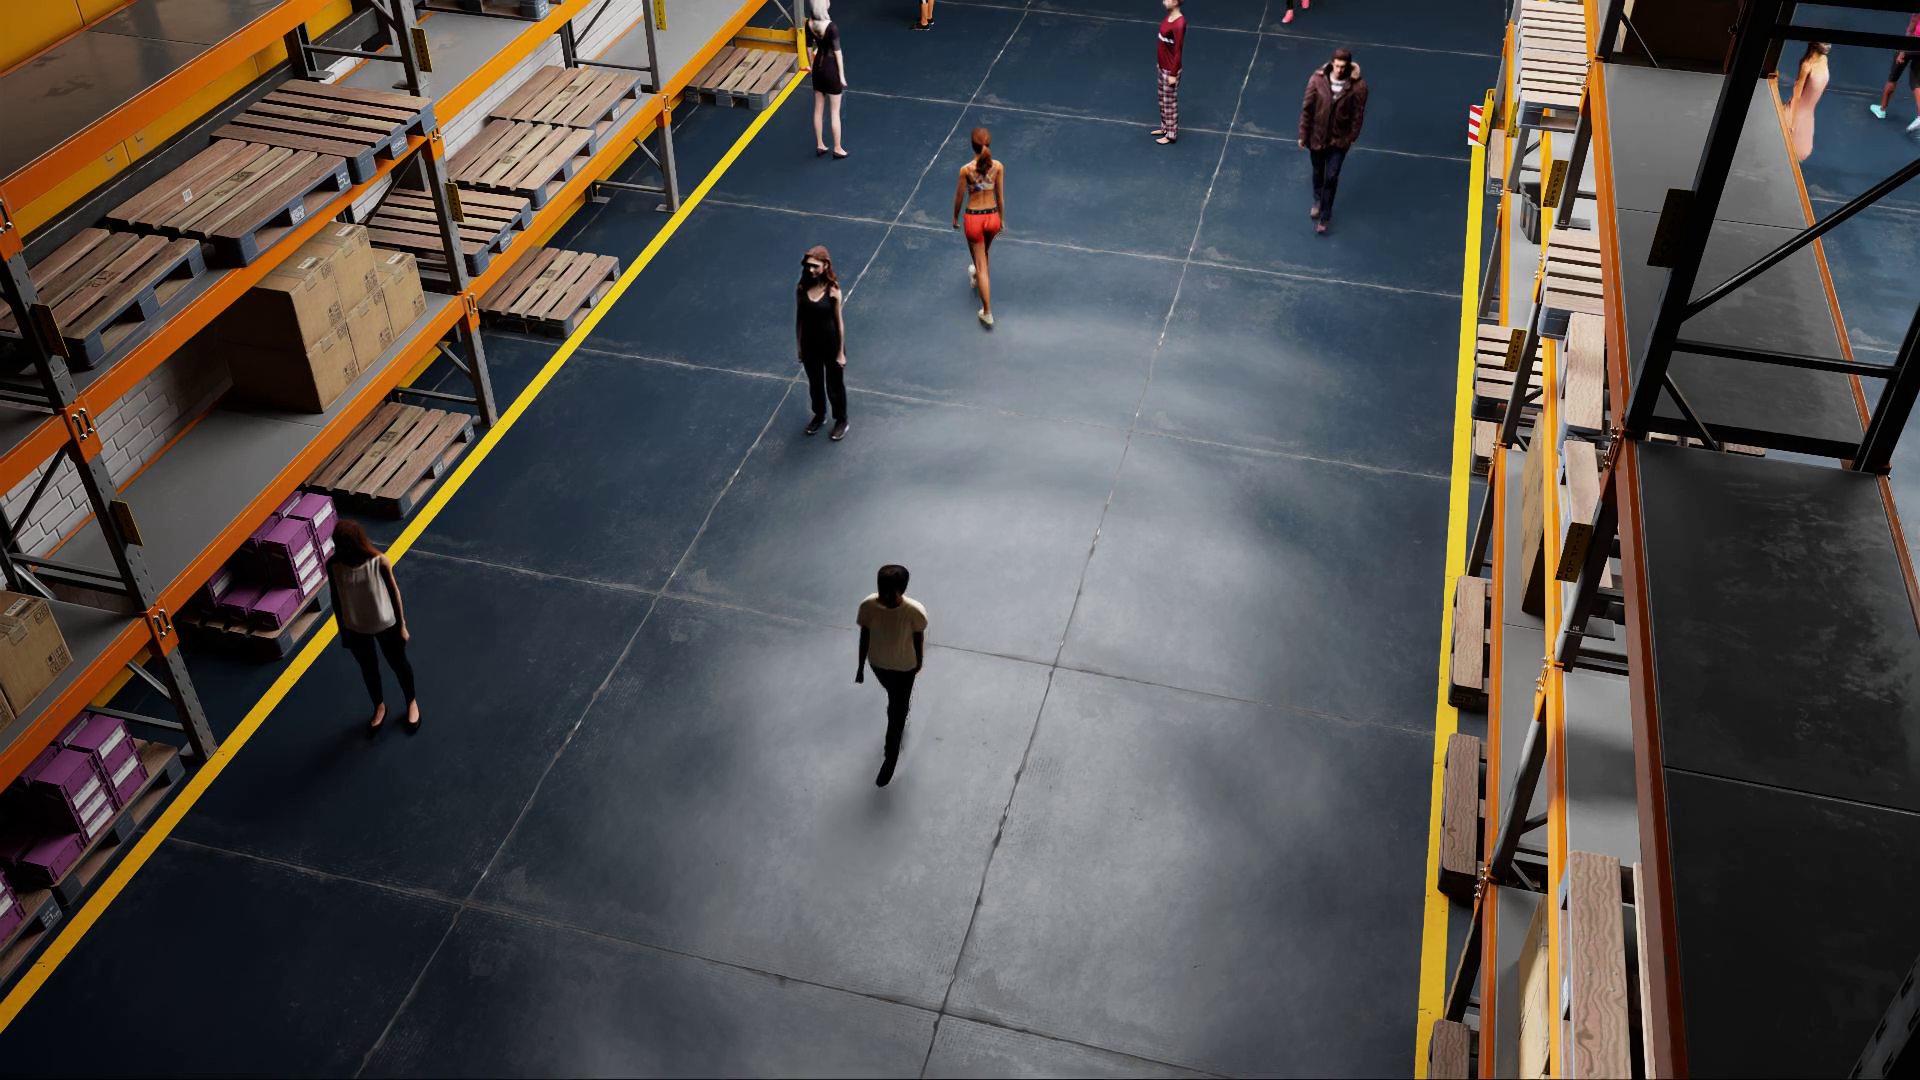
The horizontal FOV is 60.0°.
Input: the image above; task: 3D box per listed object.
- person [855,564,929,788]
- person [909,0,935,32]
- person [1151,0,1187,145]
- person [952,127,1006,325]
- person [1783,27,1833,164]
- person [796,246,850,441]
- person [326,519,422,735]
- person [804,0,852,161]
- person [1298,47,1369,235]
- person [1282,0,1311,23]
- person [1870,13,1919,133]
[{"bbox_3d":[-0.414,0.744,10.688,0.668,1.549,1.023,14,41,16],"label":"person"},{"bbox_3d":[-0.457,-7.136,20.459,0.645,1.669,0.471,12,40,14],"label":"person"},{"bbox_3d":[2.257,-5.111,17.898,0.754,1.700,0.604,-7,39,-8],"label":"person"},{"bbox_3d":[0.208,-2.781,14.949,1.003,1.740,1.232,-10,40,-12],"label":"person"},{"bbox_3d":[8.390,-4.315,16.804,0.764,1.821,0.829,-24,44,-27],"label":"person"},{"bbox_3d":[-1.097,-1.604,13.472,0.557,1.744,0.500,9,40,12],"label":"person"},{"bbox_3d":[-3.822,0.541,10.807,0.641,1.718,0.618,-4,39,-4],"label":"person"},{"bbox_3d":[-1.415,-4.903,17.534,0.632,1.829,0.584,20,43,24],"label":"person"},{"bbox_3d":[3.670,-4.032,16.455,0.824,1.815,0.997,16,41,19],"label":"person"},{"bbox_3d":[4.262,-7.305,20.662,0.695,1.678,0.879,17,42,20],"label":"person"},{"bbox_3d":[10.467,-5.289,18.123,0.804,1.697,1.136,-3,39,-4],"label":"person"}]
